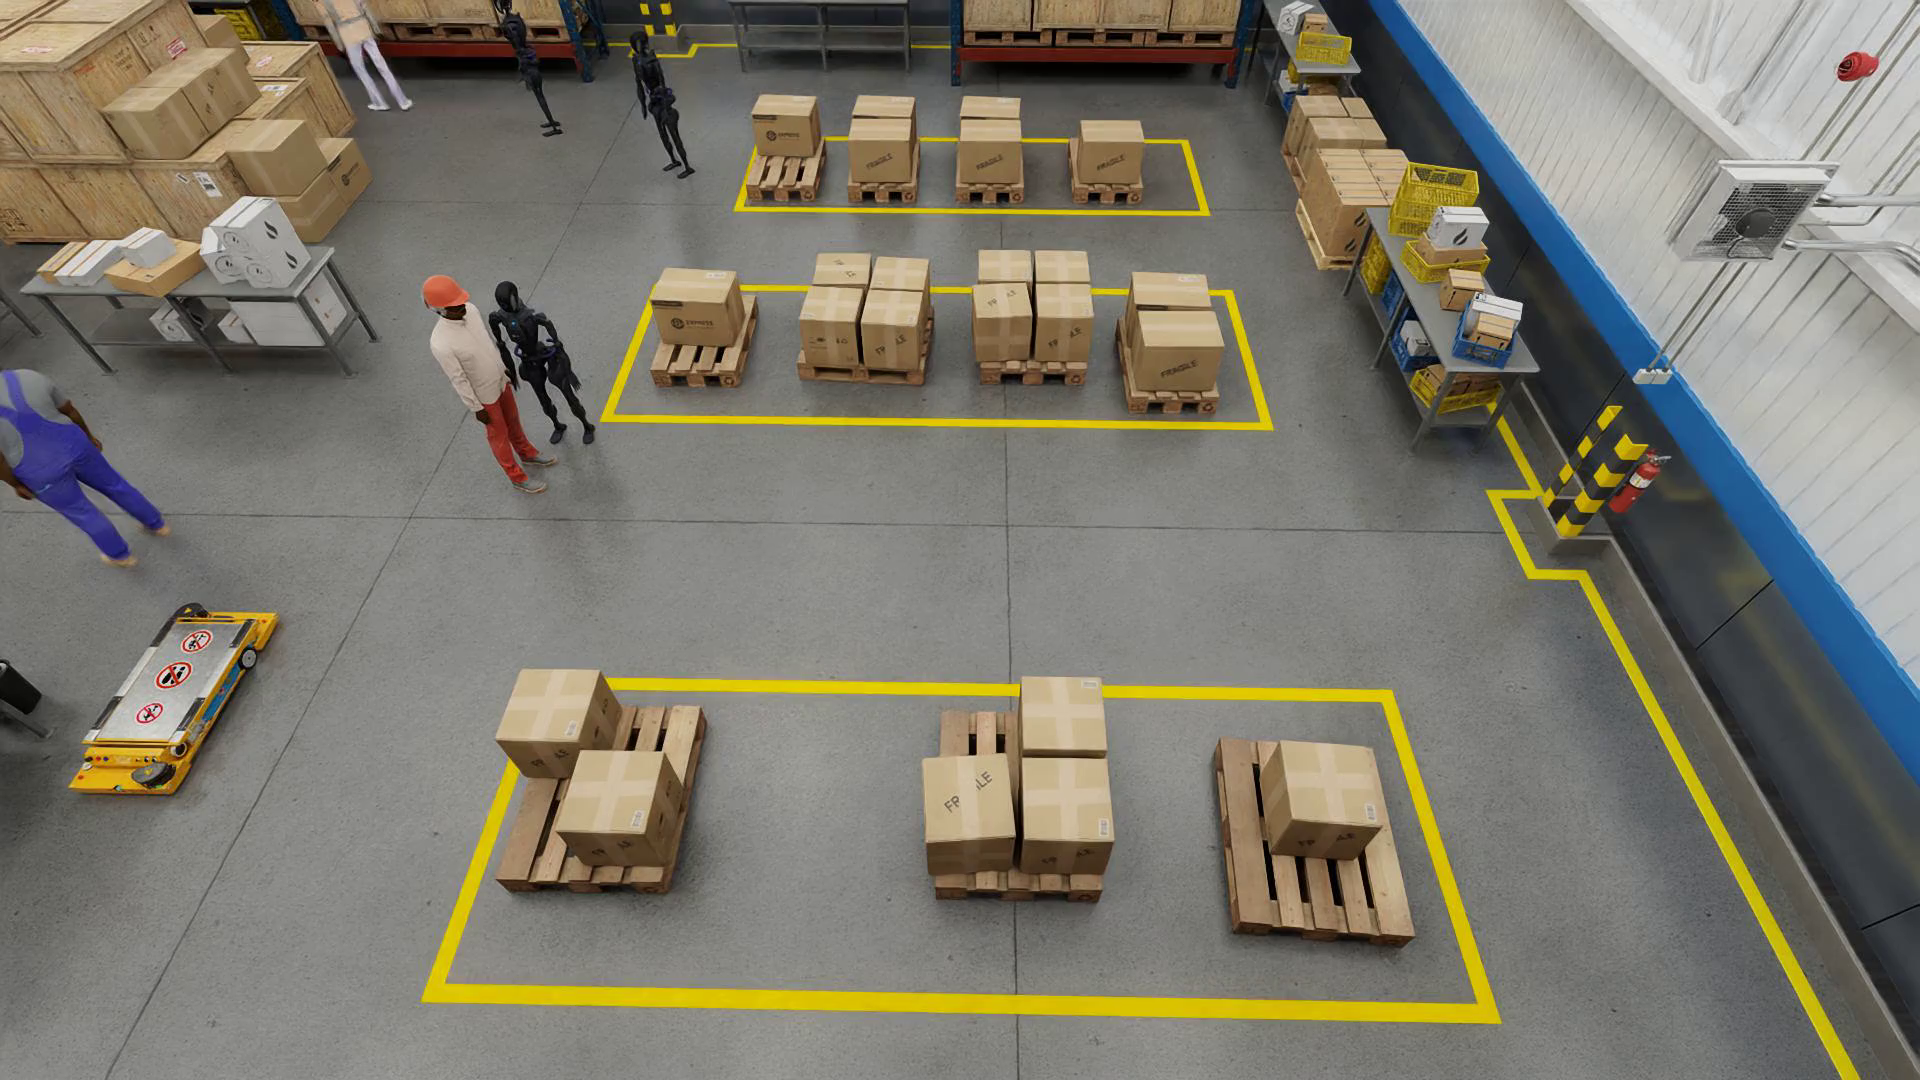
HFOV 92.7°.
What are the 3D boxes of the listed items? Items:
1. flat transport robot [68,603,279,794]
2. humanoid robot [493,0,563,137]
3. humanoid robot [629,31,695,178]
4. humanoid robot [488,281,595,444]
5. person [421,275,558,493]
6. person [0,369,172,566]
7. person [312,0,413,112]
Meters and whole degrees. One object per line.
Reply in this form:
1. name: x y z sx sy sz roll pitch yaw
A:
1. flat transport robot: -5.504 1.072 6.442 0.652 0.197 1.431 1 50 1
2. humanoid robot: -5.415 -5.926 11.458 0.335 1.651 0.570 -22 53 -17
3. humanoid robot: -3.524 -5.099 10.758 0.576 1.649 0.337 33 57 25
4. humanoid robot: -3.503 -1.455 7.674 0.570 1.651 0.327 1 50 1
5. person: -3.739 -1.218 7.268 0.376 1.995 0.610 2 50 1
6. person: -6.731 -0.622 6.734 0.537 2.000 0.679 13 51 11
7. person: -7.752 -6.480 11.791 0.524 1.893 0.649 28 55 22
